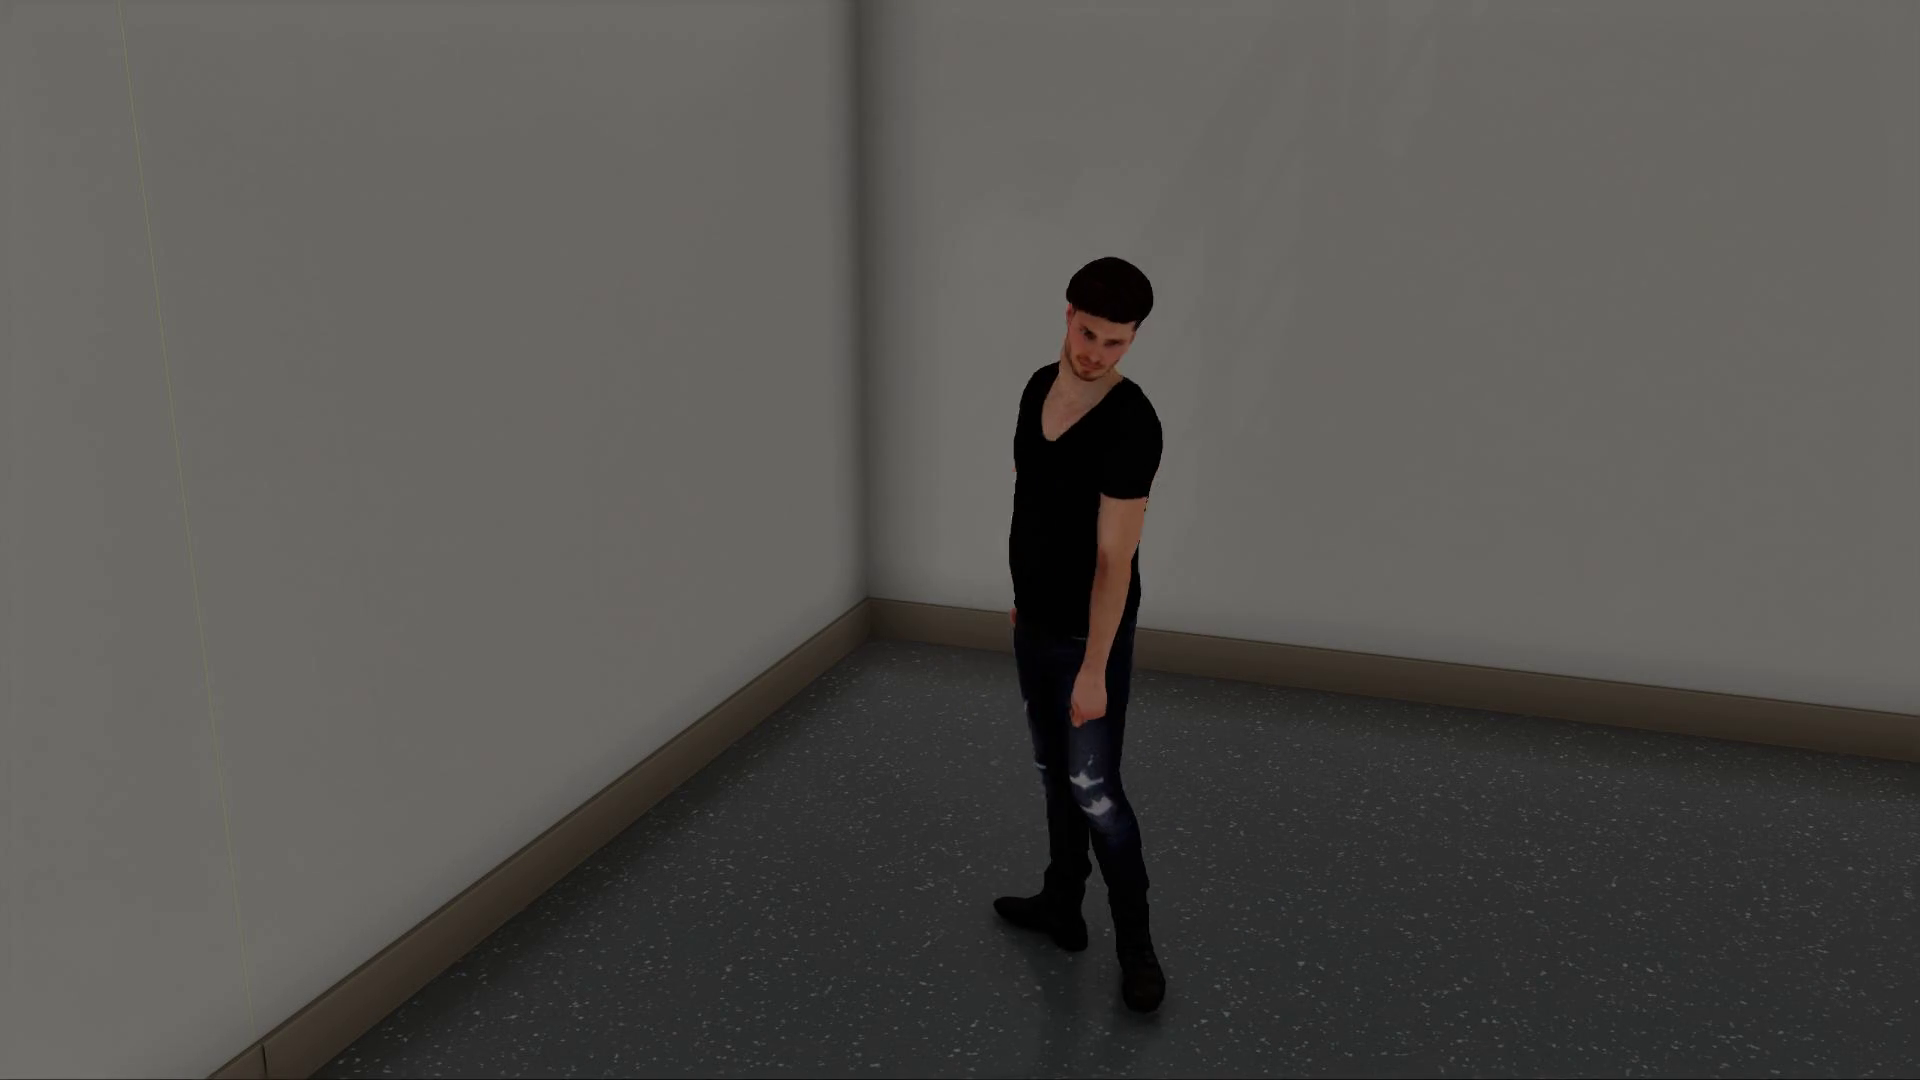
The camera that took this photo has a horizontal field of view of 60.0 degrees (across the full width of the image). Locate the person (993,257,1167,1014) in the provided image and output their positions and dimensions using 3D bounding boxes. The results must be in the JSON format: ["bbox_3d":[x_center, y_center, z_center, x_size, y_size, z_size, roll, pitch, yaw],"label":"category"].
[{"bbox_3d":[0.282,0.200,4.177,0.931,1.857,0.854,-2,16,-8],"label":"person"}]
